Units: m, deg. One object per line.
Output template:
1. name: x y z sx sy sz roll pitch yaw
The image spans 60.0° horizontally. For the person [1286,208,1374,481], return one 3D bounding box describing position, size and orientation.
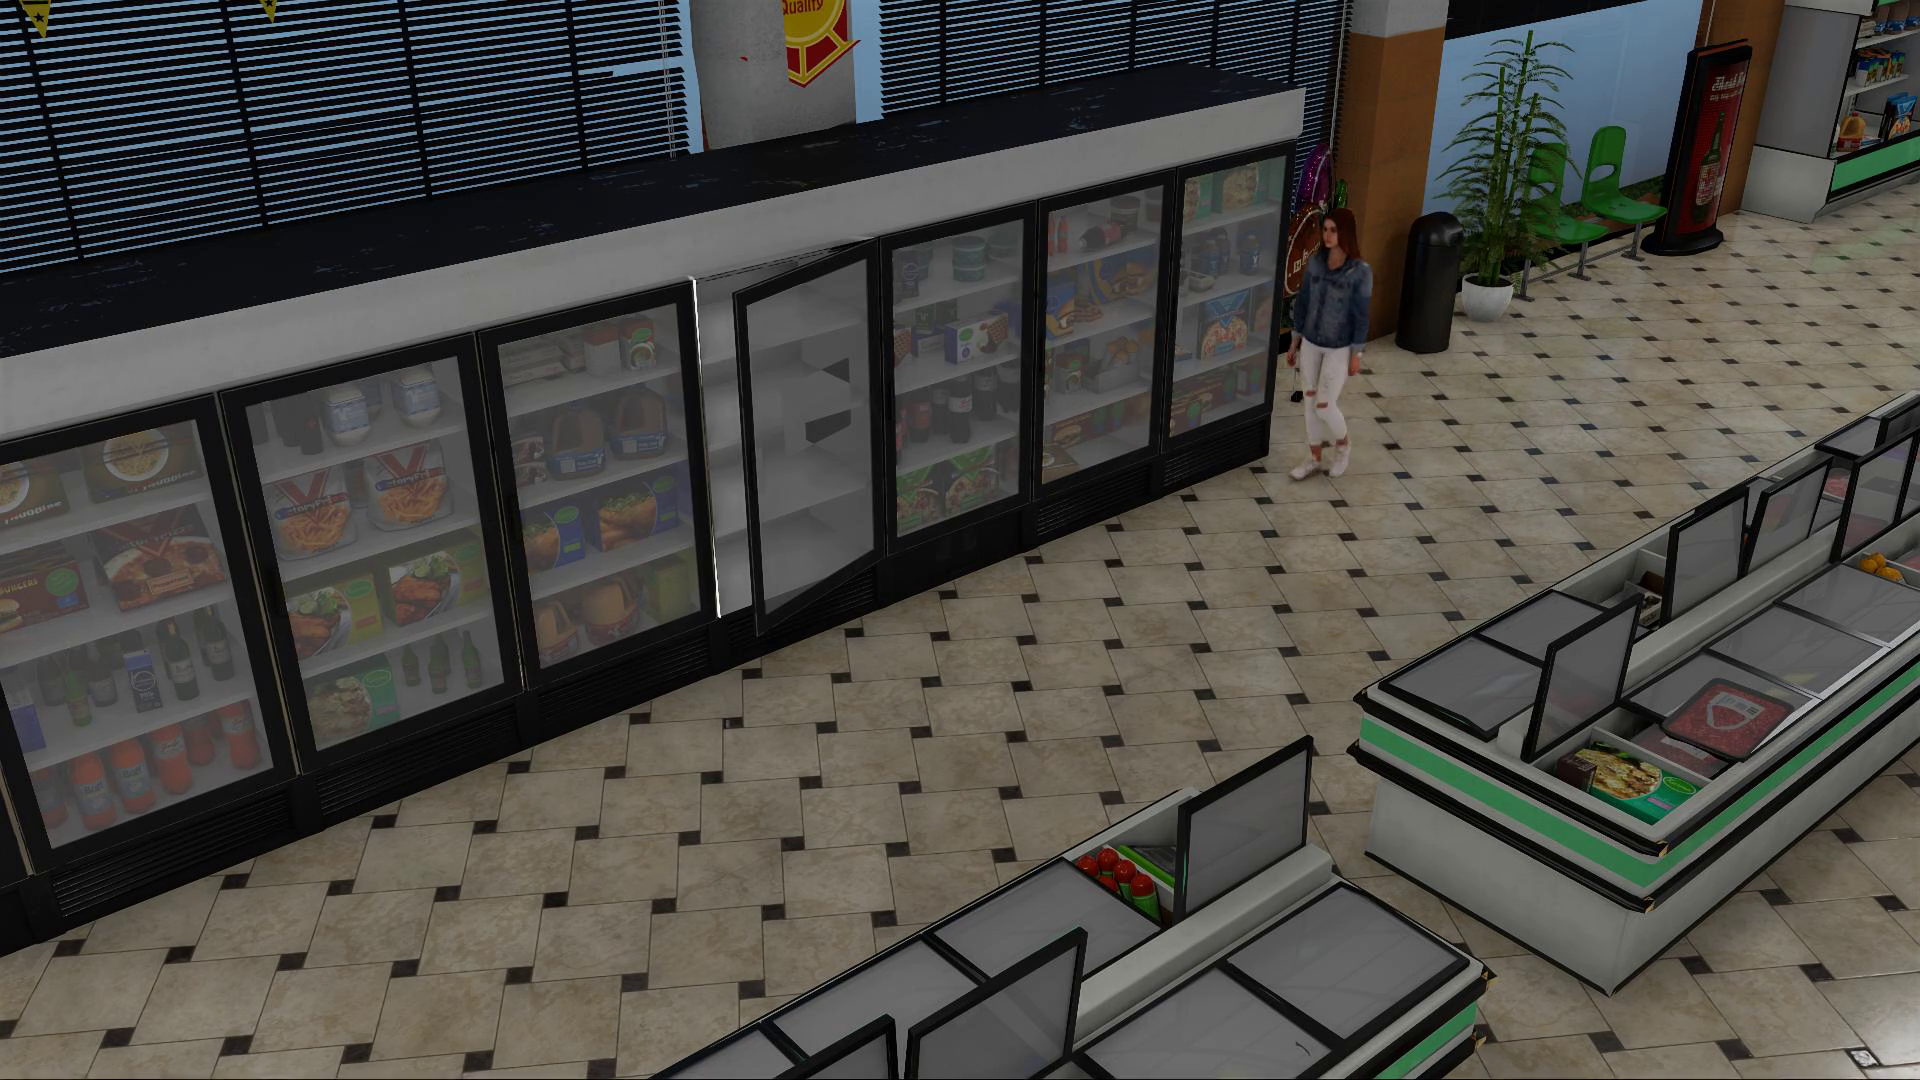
1. person: 2.235 -1.153 9.876 0.626 1.686 0.613 -22 34 -36
